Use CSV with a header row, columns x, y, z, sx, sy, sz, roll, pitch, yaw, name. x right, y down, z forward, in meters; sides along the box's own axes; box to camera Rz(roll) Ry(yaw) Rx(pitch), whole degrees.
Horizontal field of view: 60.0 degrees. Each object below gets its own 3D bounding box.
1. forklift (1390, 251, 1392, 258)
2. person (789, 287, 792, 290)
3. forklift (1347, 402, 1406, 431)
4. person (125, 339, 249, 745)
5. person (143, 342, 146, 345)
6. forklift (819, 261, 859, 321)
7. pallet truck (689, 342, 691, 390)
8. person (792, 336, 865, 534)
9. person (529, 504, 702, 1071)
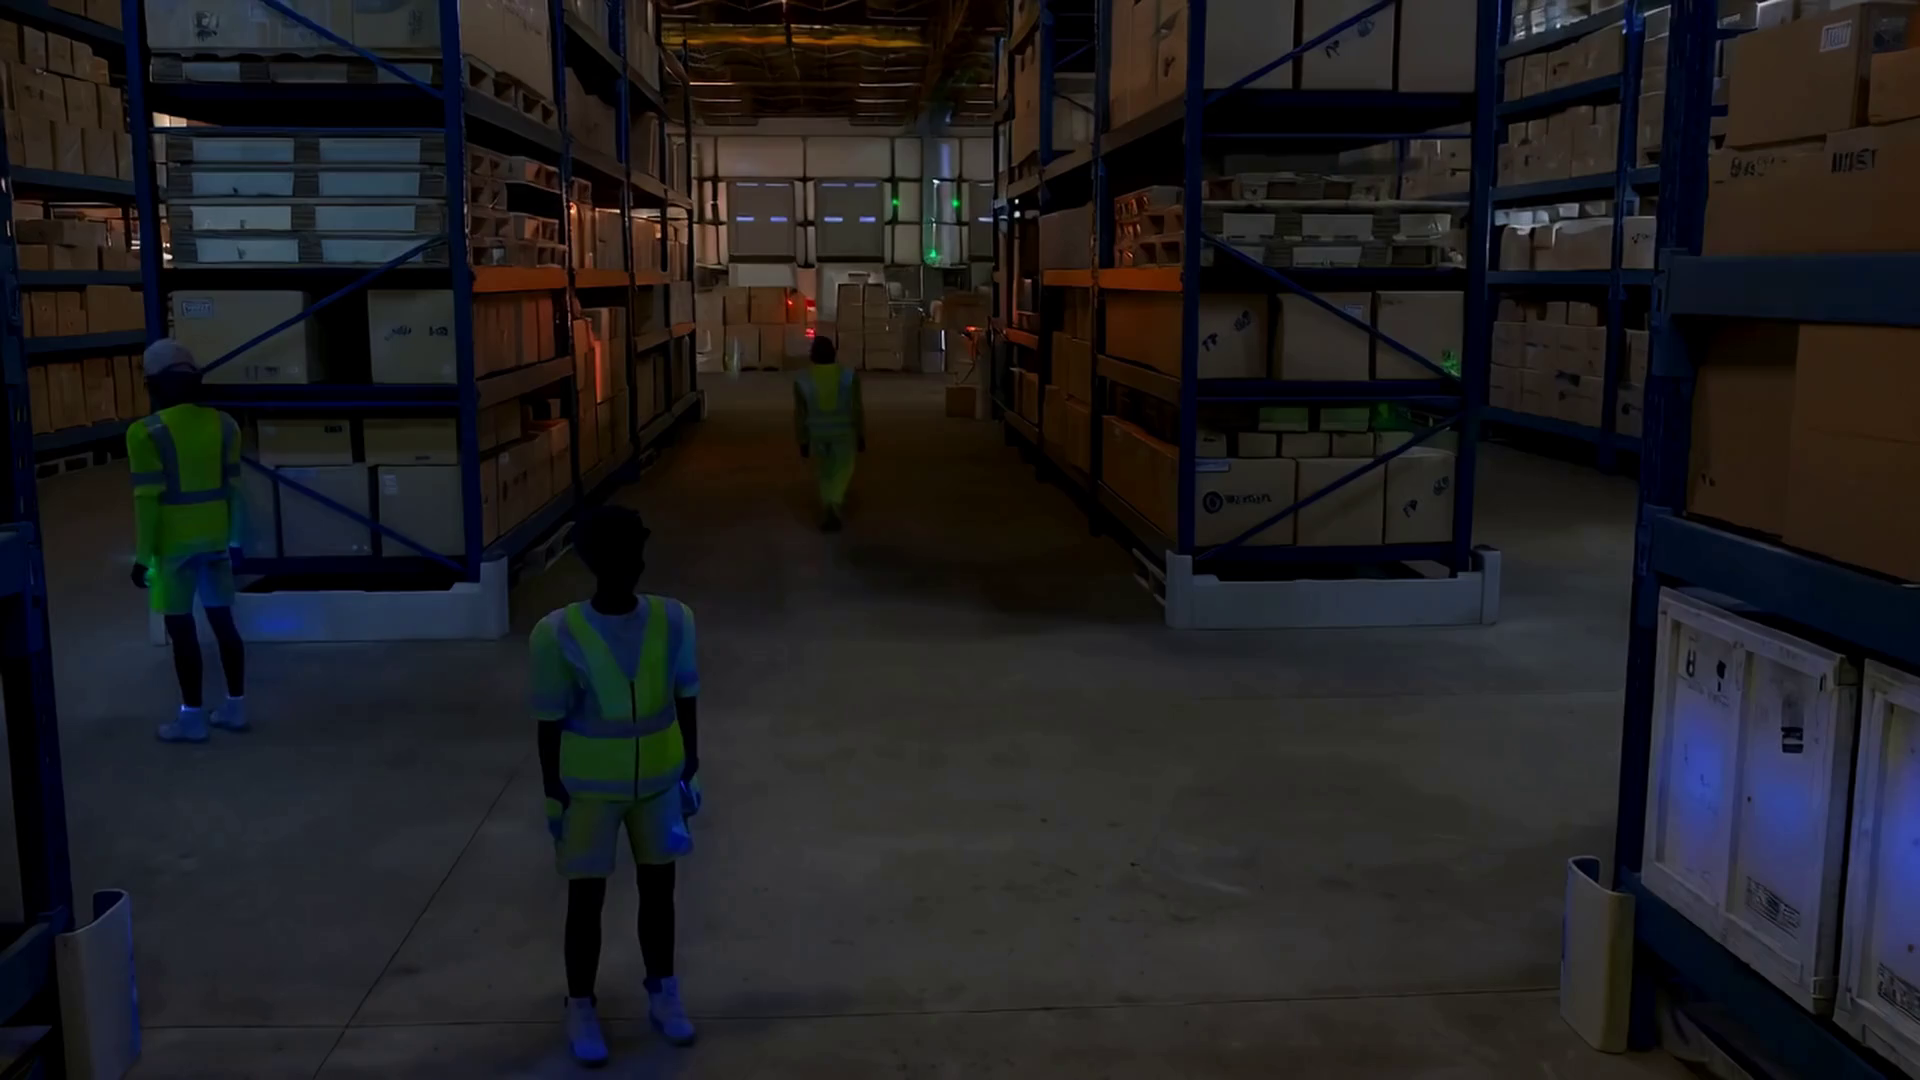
x,y,z,sx,sy,sz,roll,pitch,yaw,name
8.384,-4.323,32.975,1.129,2.768,1.873,-1,9,-4,forklift
-5.976,-7.932,58.590,0.546,1.938,0.361,-4,10,-25,person
5.533,-2.982,24.555,1.873,2.768,1.129,-1,9,-4,forklift
-3.917,0.009,8.402,0.395,2.038,0.614,5,10,28,person
-21.921,-5.690,44.801,0.505,1.847,0.346,4,10,25,person
-3.792,-7.756,54.530,1.129,2.768,1.873,-5,10,-29,forklift
-5.225,-3.008,27.480,1.885,1.965,0.823,2,9,14,pallet truck
-1.189,-0.921,14.958,0.637,1.818,0.674,2,9,11,person
-1.017,0.727,4.992,0.530,1.691,0.318,-5,10,-30,person
